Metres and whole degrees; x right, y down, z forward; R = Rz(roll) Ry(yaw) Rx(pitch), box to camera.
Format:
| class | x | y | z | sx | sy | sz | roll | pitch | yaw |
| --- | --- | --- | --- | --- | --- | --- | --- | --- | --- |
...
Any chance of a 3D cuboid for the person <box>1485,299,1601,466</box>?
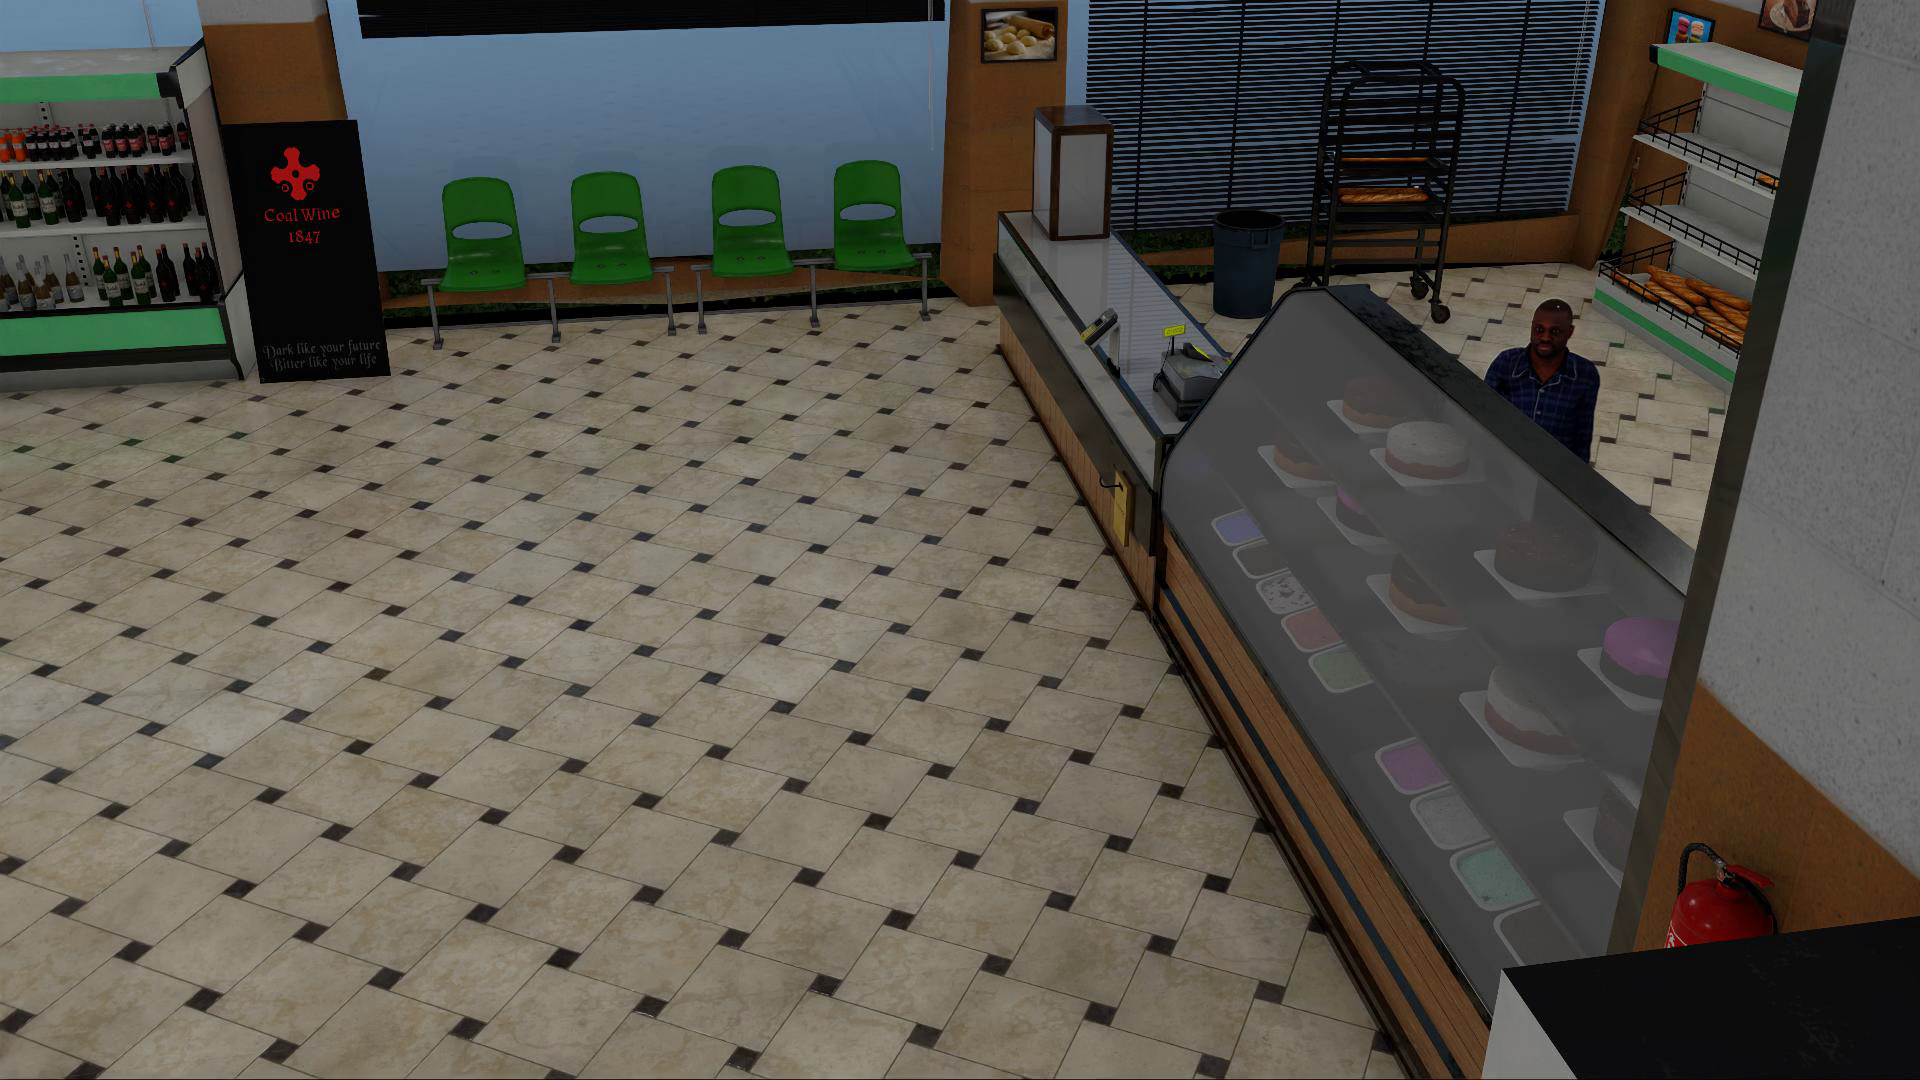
| class | x | y | z | sx | sy | sz | roll | pitch | yaw |
| --- | --- | --- | --- | --- | --- | --- | --- | --- | --- |
| person | 2.578 | -0.227 | 7.577 | 0.731 | 1.824 | 0.844 | 9 | 28 | 18 |
